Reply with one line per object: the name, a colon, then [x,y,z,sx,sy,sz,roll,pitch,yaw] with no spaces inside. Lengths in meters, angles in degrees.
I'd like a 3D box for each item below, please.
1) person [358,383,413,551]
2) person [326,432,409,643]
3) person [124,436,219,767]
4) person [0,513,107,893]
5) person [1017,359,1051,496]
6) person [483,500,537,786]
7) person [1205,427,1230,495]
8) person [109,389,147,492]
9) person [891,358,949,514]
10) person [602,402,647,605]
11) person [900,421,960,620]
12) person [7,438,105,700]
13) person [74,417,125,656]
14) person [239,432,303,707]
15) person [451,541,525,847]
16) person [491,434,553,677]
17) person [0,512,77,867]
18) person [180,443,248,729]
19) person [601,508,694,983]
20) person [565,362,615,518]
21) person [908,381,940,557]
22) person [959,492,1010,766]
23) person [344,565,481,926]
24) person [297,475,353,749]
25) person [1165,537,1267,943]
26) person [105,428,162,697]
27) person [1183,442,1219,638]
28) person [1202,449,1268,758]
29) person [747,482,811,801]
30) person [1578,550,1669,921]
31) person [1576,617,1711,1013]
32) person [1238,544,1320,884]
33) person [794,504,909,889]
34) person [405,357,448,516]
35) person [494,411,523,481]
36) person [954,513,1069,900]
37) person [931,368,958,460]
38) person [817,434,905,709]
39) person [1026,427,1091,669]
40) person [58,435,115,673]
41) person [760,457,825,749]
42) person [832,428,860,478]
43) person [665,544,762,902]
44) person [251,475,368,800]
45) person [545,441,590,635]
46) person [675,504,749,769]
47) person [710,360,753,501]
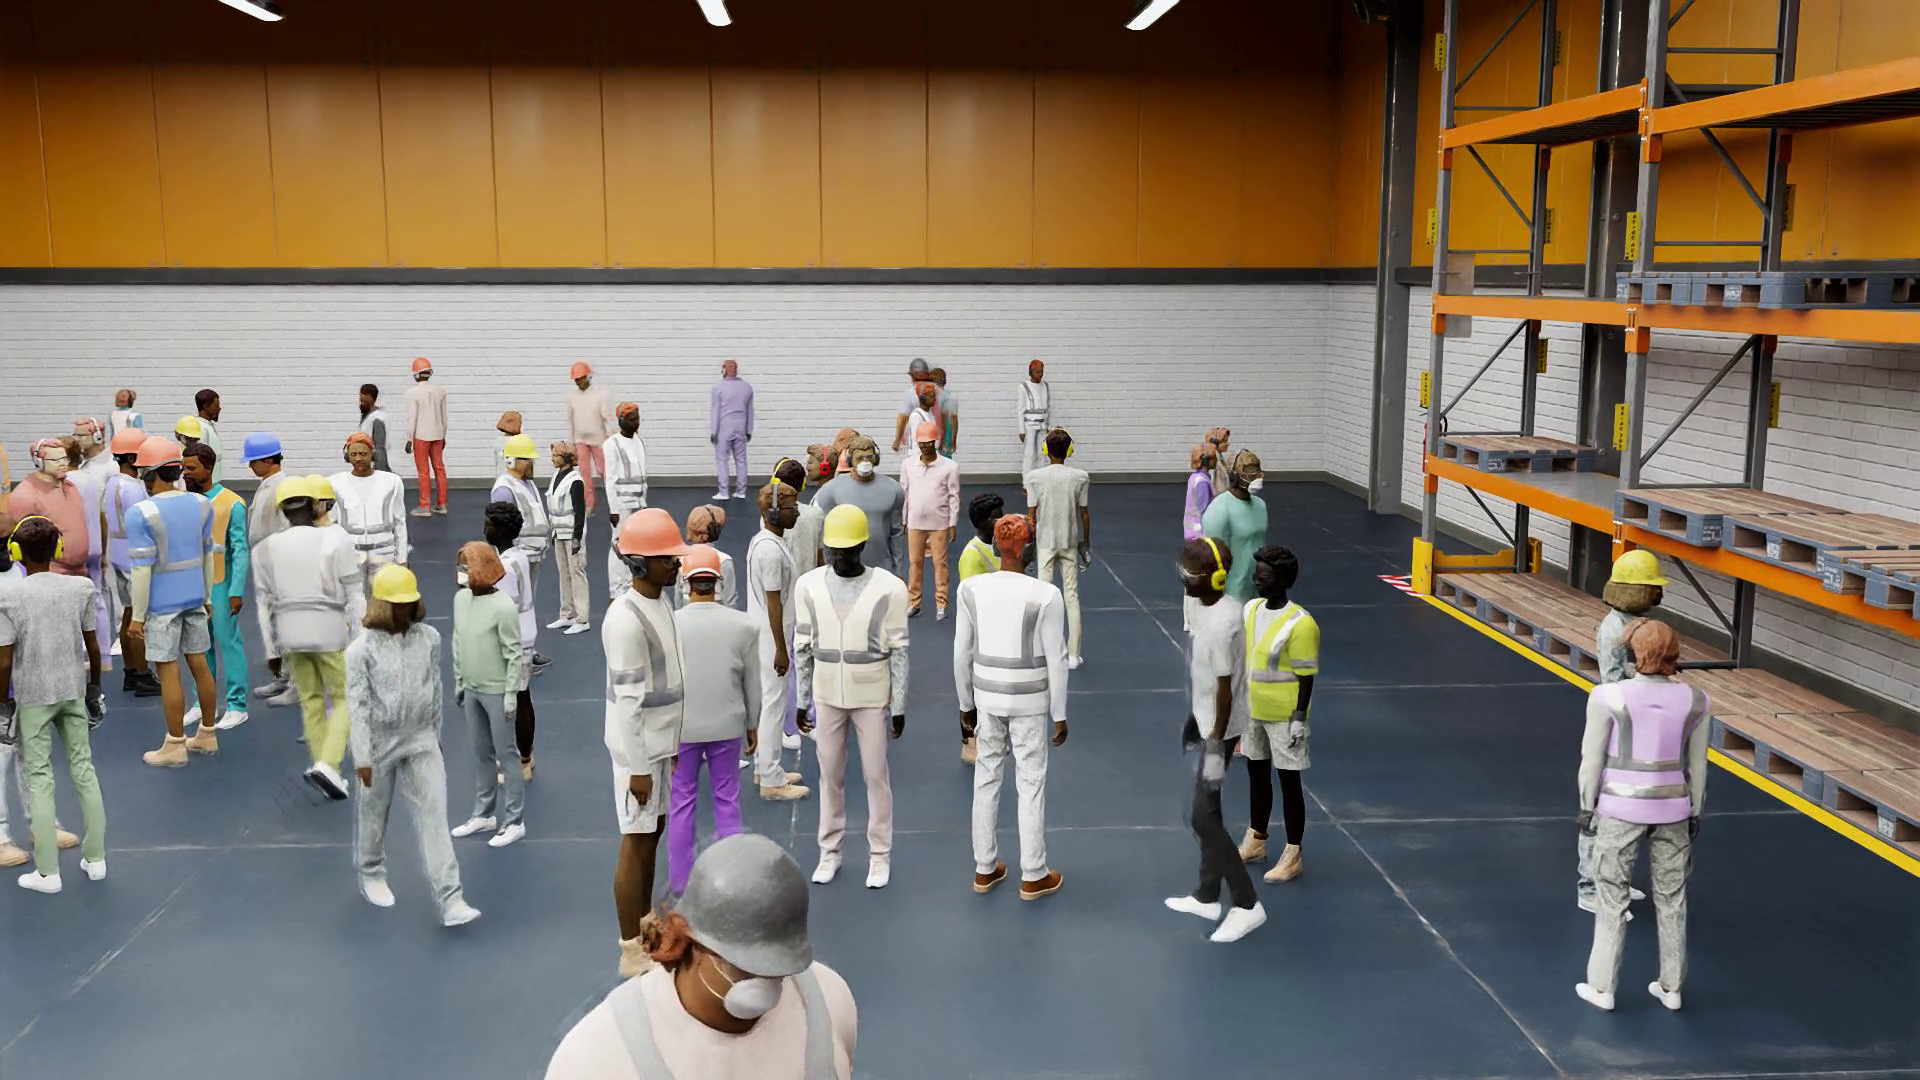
person: [-6.411,-0.776,18.095,0.704,1.874,0.668,-5,10,-30]
person: [-4.372,0.142,12.257,0.585,1.882,0.337,-3,10,-20]
person: [-4.875,0.380,10.266,0.374,2.044,0.606,4,10,22]
person: [-4.483,0.797,8.188,0.328,1.872,0.513,7,12,38]
person: [1.030,-1.542,22.856,0.586,1.879,0.357,-8,12,-41]
person: [-2.687,0.609,9.913,0.317,1.696,0.537,-1,9,-8]
person: [2.334,-0.223,15.308,0.315,1.641,0.514,3,10,18]
person: [-10.201,-1.033,20.447,0.534,1.632,0.370,4,10,21]
person: [-0.551,-1.271,20.641,0.758,2.000,0.678,7,12,38]
person: [-3.019,-0.315,15.126,0.346,1.882,0.578,3,10,20]
person: [-0.284,-0.168,14.613,0.559,1.752,0.326,2,9,14]
person: [-6.261,0.241,11.568,0.405,1.906,0.653,1,9,5]
person: [-6.863,-0.027,13.246,0.643,1.910,0.400,4,10,26]
person: [-4.815,0.201,11.722,0.403,1.937,0.604,-7,11,-36]
person: [-2.517,0.810,8.845,0.501,1.632,0.280,7,11,37]
person: [-3.317,0.110,12.624,0.404,1.830,0.600,0,9,2]
person: [-4.912,0.757,8.581,0.430,1.834,0.632,3,10,18]
person: [-5.025,0.301,11.149,0.593,1.920,0.391,3,9,17]
person: [-1.317,0.876,7.147,0.388,2.045,0.605,1,9,3]
person: [-4.623,-1.282,20.985,0.620,1.958,0.751,2,9,11]
person: [-0.384,-0.771,17.986,0.341,1.882,0.586,2,9,12]
person: [0.157,0.546,10.305,0.316,1.695,0.542,3,9,17]
person: [-2.601,0.952,7.755,0.507,1.686,0.916,-9,13,-44]
person: [-4.064,0.461,10.618,0.533,1.770,0.315,7,11,36]
person: [1.201,0.891,7.682,0.476,1.850,0.682,2,9,12]
person: [-5.917,0.159,11.980,0.354,1.939,0.545,-8,12,-41]
person: [2.019,0.001,13.898,0.310,1.644,0.514,0,9,-1]
person: [1.762,0.388,10.540,0.365,1.939,0.636,7,11,36]
person: [-1.064,0.579,9.631,0.330,1.844,0.519,-2,9,-12]
person: [3.155,0.906,7.899,0.309,1.744,0.485,6,11,35]
person: [2.807,1.132,6.848,0.515,1.628,0.321,0,9,0]
person: [1.565,0.860,8.339,0.318,1.696,0.537,-5,11,-31]
person: [-0.539,0.768,8.221,0.587,1.920,0.396,2,9,13]
person: [-6.726,-1.298,20.951,0.378,1.995,0.609,6,11,32]
person: [-4.624,-0.520,17.193,0.282,1.632,0.507,-9,12,-43]
person: [0.256,0.805,8.091,0.586,1.882,0.340,5,10,26]
person: [-0.277,-1.288,21.355,0.513,1.845,0.335,4,10,23]
person: [-0.675,0.232,11.520,0.635,1.937,0.352,-3,10,-20]
person: [0.744,0.067,12.780,0.533,1.868,0.310,-1,9,-4]
person: [-6.620,0.133,12.484,0.339,1.833,0.522,4,10,22]
person: [-1.079,0.403,10.666,0.518,1.870,0.323,-9,12,-43]
person: [-1.051,-0.222,15.366,0.276,1.628,0.503,6,11,35]
person: [-1.245,0.883,8.055,0.575,1.742,0.356,-3,10,-19]
person: [-3.692,0.581,9.517,0.674,1.878,0.607,0,9,-1]
person: [-3.318,-0.027,14.081,0.308,1.641,0.517,-7,11,-38]
person: [-1.540,0.599,10.151,0.514,1.641,0.309,7,12,38]
person: [-3.098,-1.478,22.400,0.657,1.898,0.403,-8,12,-40]
